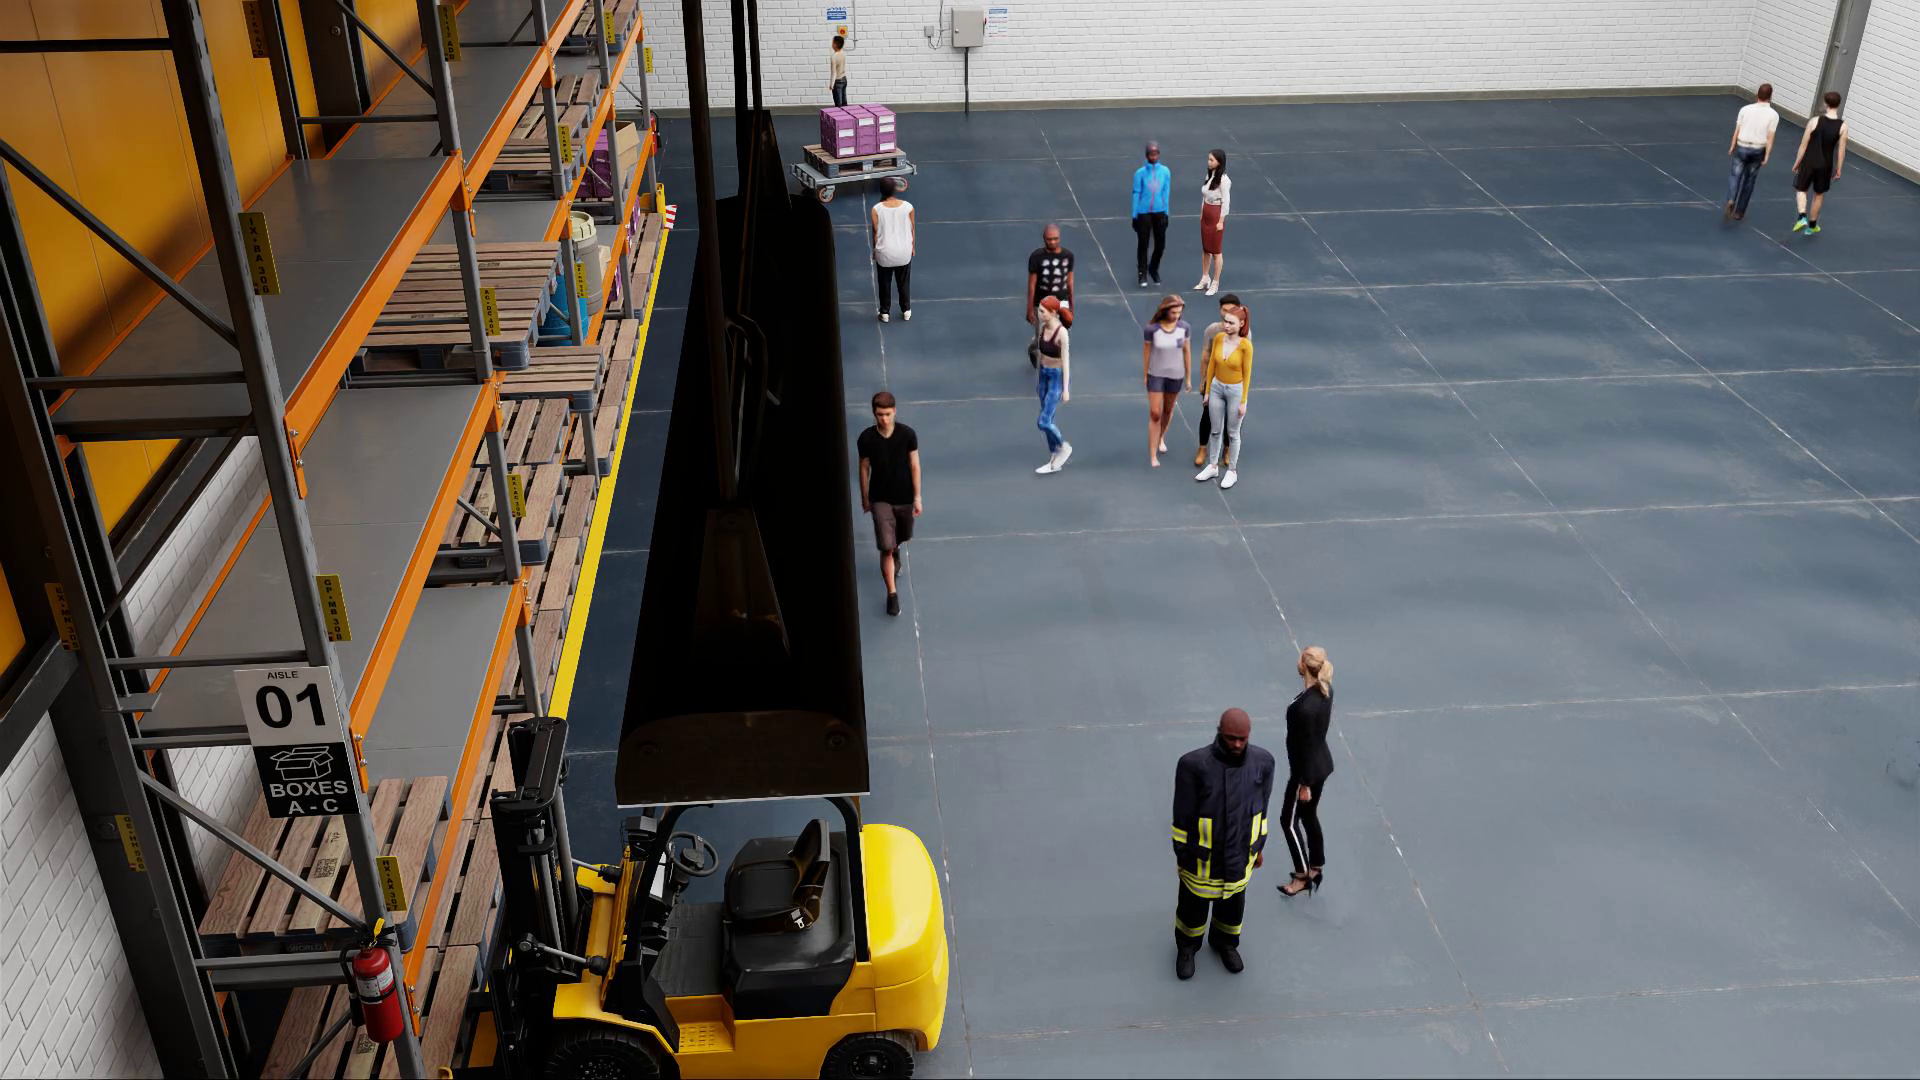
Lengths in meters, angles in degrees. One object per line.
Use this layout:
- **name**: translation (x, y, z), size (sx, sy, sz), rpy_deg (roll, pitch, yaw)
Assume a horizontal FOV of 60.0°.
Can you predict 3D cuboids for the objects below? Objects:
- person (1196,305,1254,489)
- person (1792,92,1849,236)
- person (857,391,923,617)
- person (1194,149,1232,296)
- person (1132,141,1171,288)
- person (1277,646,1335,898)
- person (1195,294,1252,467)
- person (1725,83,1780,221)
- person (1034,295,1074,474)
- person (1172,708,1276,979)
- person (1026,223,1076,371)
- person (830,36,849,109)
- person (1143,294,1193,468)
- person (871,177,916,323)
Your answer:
- **person**: translation (2.482, -1.337, 15.394), size (0.688, 1.750, 0.740), rpy_deg (20, 34, 32)
- **person**: translation (11.201, -4.894, 21.780), size (0.973, 1.880, 1.040), rpy_deg (18, 33, 30)
- **person**: translation (-0.552, -0.384, 13.565), size (0.736, 1.830, 1.238), rpy_deg (-5, 29, -10)
- **person**: translation (3.033, -3.814, 19.935), size (0.723, 1.751, 0.578), rpy_deg (-14, 32, -24)
- **person**: translation (2.297, -3.975, 20.197), size (0.619, 1.782, 0.580), rpy_deg (-3, 29, -5)
- **person**: translation (2.204, 1.483, 10.315), size (0.820, 1.663, 0.728), rpy_deg (9, 30, 16)
- **person**: translation (2.504, -1.524, 15.768), size (0.647, 1.722, 0.584), rpy_deg (3, 29, 5)
- **person**: translation (10.580, -5.177, 22.345), size (0.995, 1.836, 1.113), rpy_deg (16, 32, 26)
- **person**: translation (0.940, -1.454, 15.581), size (0.777, 1.777, 0.718), rpy_deg (-16, 32, -27)
- **person**: translation (1.510, 1.731, 9.694), size (0.733, 1.823, 0.641), rpy_deg (-3, 29, -5)
- **person**: translation (0.926, -2.473, 17.448), size (0.760, 1.779, 1.114), rpy_deg (-7, 29, -12)
- **person**: translation (-1.941, -7.359, 26.733), size (0.685, 1.465, 0.585), rpy_deg (12, 31, 21)
- **person**: translation (1.958, -1.580, 15.910), size (0.580, 1.684, 0.972), rpy_deg (-2, 29, -4)
- **person**: translation (-0.785, -3.358, 19.164), size (0.677, 1.688, 0.626), rpy_deg (-5, 29, -10)
